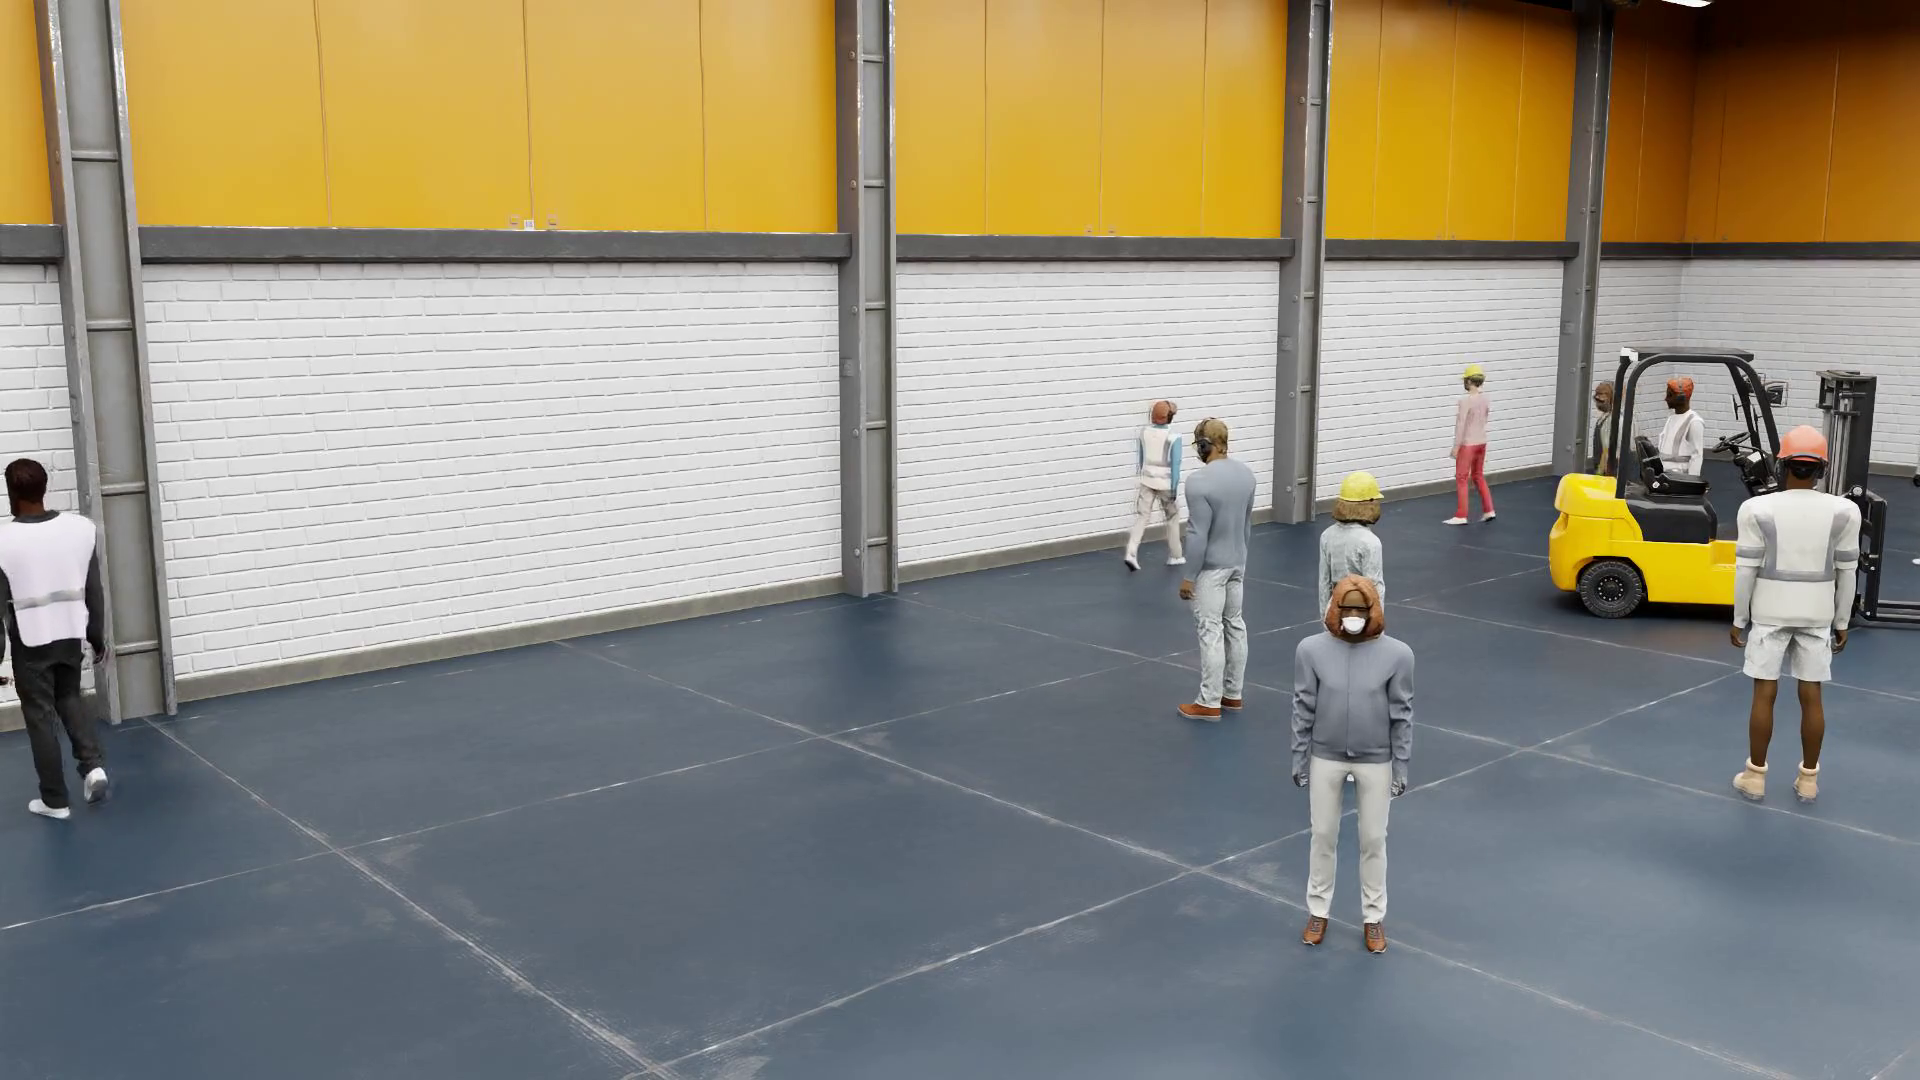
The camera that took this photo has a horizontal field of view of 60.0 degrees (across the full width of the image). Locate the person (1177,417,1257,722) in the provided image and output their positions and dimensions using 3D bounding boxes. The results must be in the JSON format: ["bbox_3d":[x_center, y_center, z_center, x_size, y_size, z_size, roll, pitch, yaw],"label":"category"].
[{"bbox_3d":[1.618,0.187,10.564,0.627,1.934,0.375,-9,13,-44],"label":"person"}]

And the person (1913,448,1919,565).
[{"bbox_3d":[9.327,-0.691,15.719,0.593,1.924,0.381,1,10,3],"label":"person"}]

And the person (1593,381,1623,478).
[{"bbox_3d":[5.982,-0.587,15.468,0.396,1.805,0.574,2,10,14],"label":"person"}]

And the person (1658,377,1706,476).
[{"bbox_3d":[6.352,-0.502,14.736,0.355,1.886,0.572,0,10,-1],"label":"person"}]

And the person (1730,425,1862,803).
[{"bbox_3d":[4.475,0.403,8.973,0.608,2.044,0.370,2,10,14],"label":"person"}]

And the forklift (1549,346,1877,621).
[{"bbox_3d":[6.109,-0.478,13.691,2.313,2.155,1.214,3,10,16],"label":"forklift"}]

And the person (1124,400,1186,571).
[{"bbox_3d":[1.839,-0.515,15.623,0.515,1.604,0.827,8,12,39],"label":"person"}]

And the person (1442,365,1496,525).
[{"bbox_3d":[5.619,-1.022,18.226,0.583,1.741,0.425,-8,13,-39],"label":"person"}]

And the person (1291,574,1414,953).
[{"bbox_3d":[1.655,0.941,7.051,0.502,1.626,0.283,3,10,17],"label":"person"}]

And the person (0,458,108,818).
[{"bbox_3d":[-4.767,0.521,8.663,0.440,1.908,0.613,6,11,32],"label":"person"}]

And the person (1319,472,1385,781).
[{"bbox_3d":[2.225,0.481,9.392,0.296,1.745,0.484,-5,11,-27],"label":"person"}]
